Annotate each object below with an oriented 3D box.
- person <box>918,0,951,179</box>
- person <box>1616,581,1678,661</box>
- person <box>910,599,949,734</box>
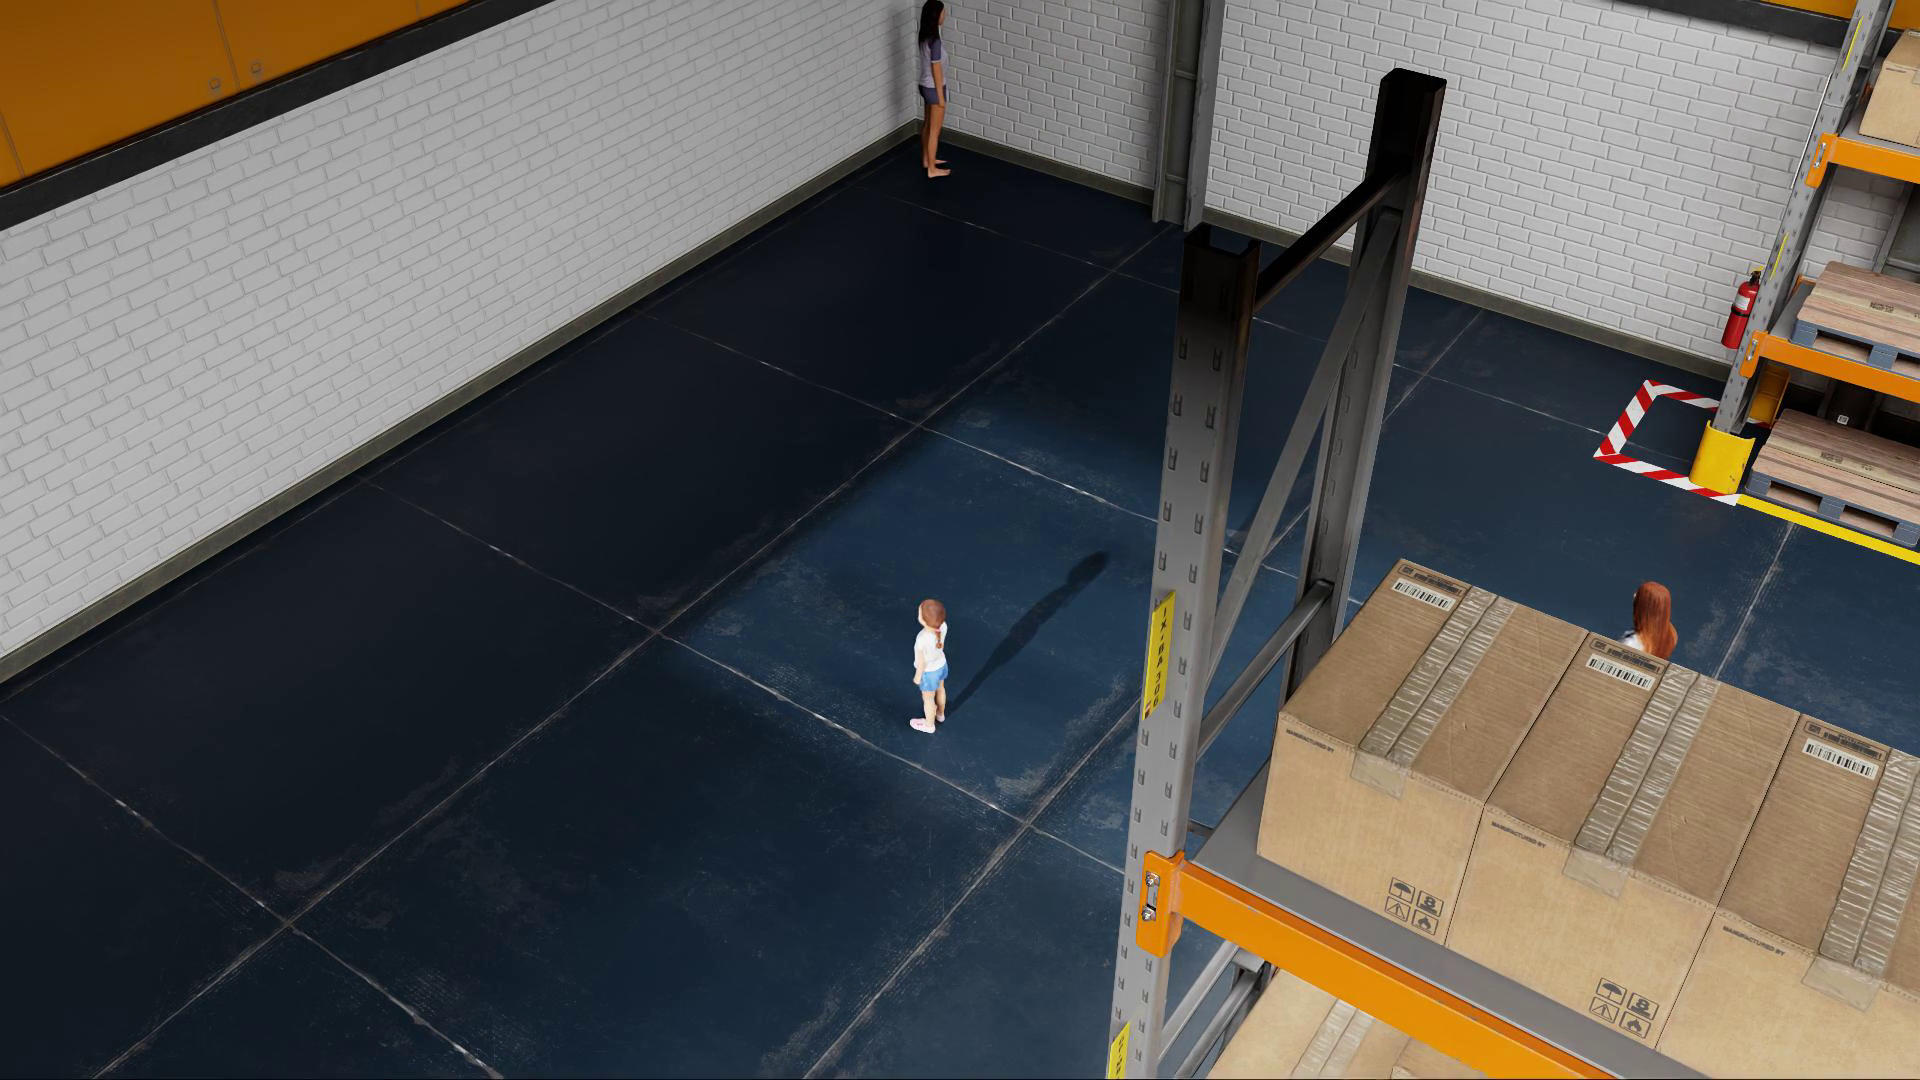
[{"bbox_3d":[-0.267,-4.382,16.133,0.718,1.733,0.631,-12,40,-14],"label":"person"},{"bbox_3d":[3.801,0.941,9.495,0.653,1.698,0.590,-28,46,-31],"label":"person"},{"bbox_3d":[-0.179,0.766,10.259,0.415,1.019,0.421,23,44,26],"label":"person"}]
